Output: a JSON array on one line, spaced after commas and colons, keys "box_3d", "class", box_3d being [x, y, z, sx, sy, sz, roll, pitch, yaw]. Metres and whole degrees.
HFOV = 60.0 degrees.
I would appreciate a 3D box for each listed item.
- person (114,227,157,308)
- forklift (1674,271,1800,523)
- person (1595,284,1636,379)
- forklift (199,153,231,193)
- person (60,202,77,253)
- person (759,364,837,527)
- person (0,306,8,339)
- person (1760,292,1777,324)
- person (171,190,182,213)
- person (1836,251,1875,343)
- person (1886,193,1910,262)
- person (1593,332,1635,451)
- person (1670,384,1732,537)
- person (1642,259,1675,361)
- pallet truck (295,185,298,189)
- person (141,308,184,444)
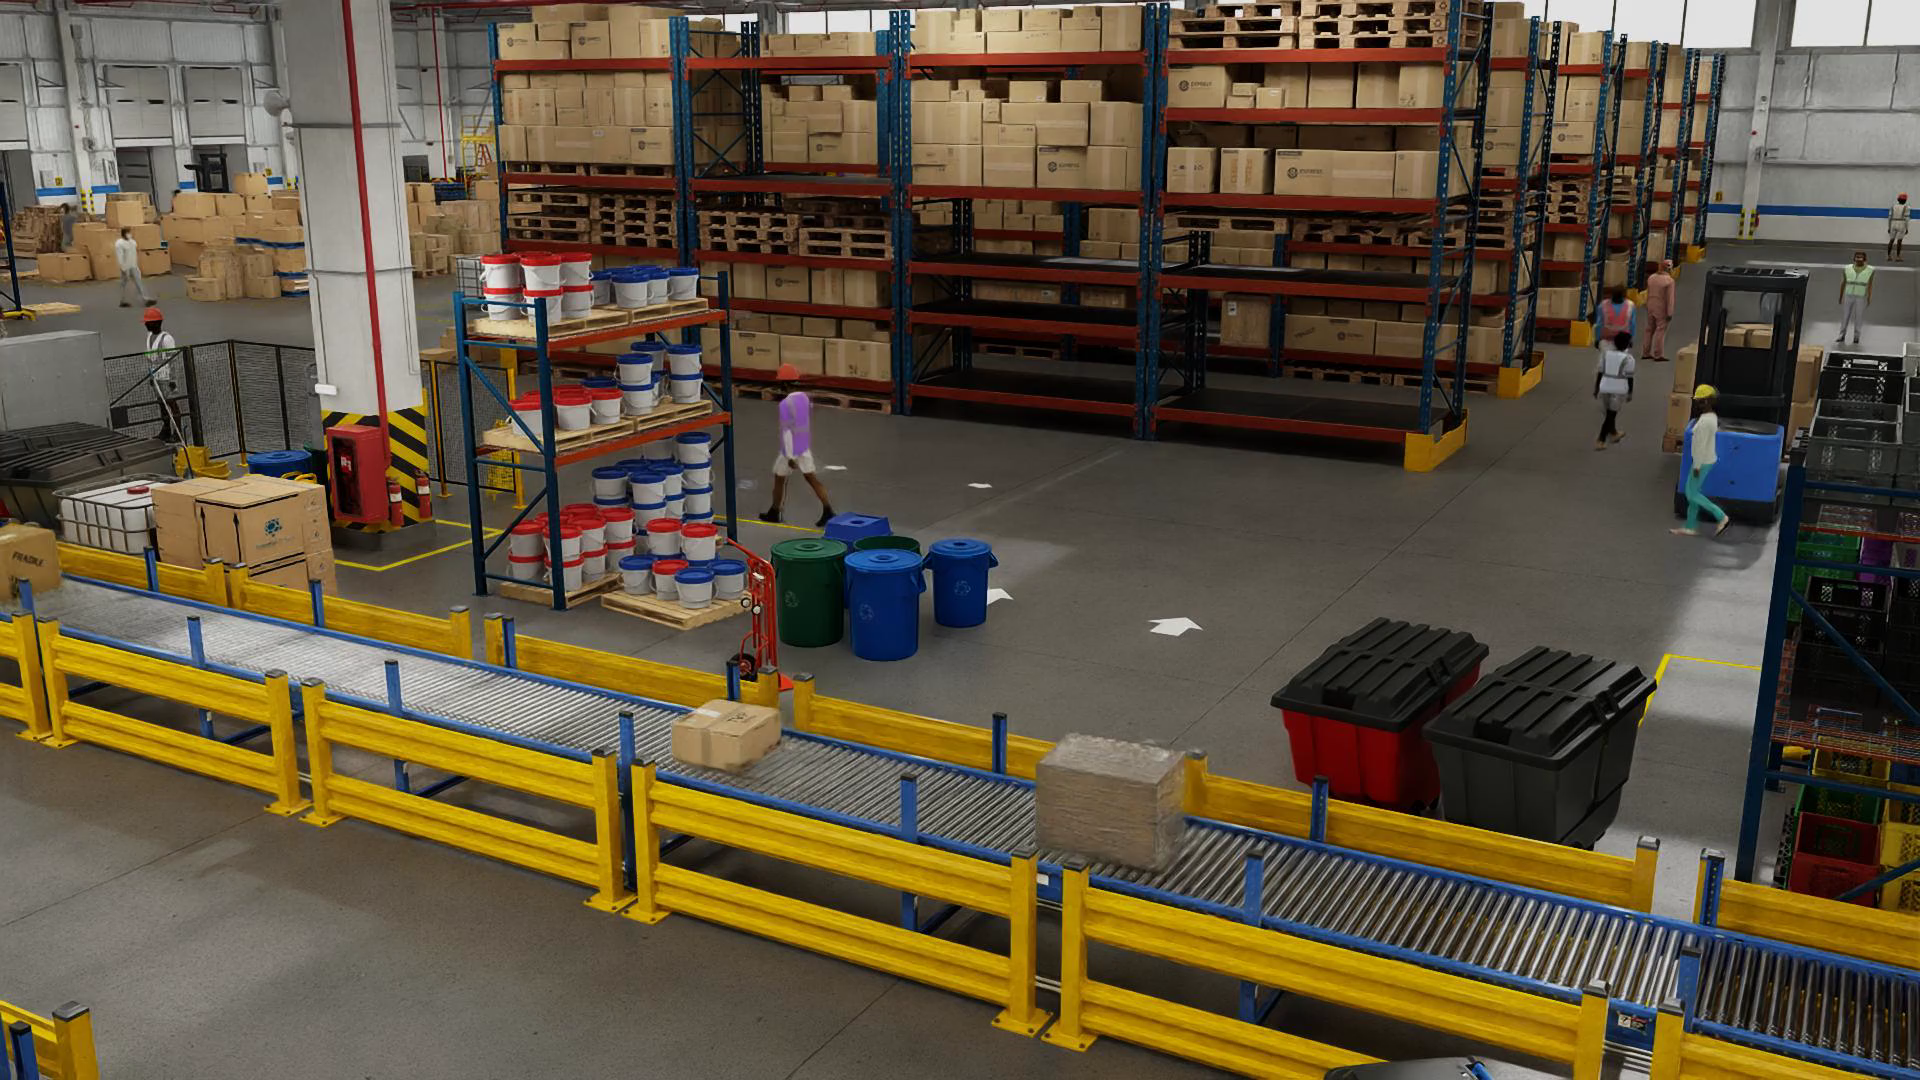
[{"box_3d": [-19.387, -6.362, 38.914, 1.019, 1.882, 0.658, 5, 16, 19], "class": "person"}, {"box_3d": [9.269, -1.763, 19.726, 1.129, 2.768, 1.873, 8, 17, 27], "class": "forklift"}, {"box_3d": [10.907, -3.348, 27.721, 0.628, 1.831, 0.475, 4, 15, 15], "class": "person"}, {"box_3d": [-27.440, -12.865, 61.464, 1.873, 2.768, 1.129, 8, 17, 28], "class": "forklift"}, {"box_3d": [-25.527, -8.688, 47.609, 0.648, 1.915, 0.688, 9, 18, 31], "class": "person"}, {"box_3d": [-1.863, -1.075, 19.051, 1.019, 1.897, 0.541, 9, 18, 31], "class": "person"}, {"box_3d": [-15.316, -2.916, 26.457, 0.459, 1.622, 0.531, -5, 16, -18], "class": "person"}, {"box_3d": [14.637, -3.912, 30.191, 0.269, 1.632, 0.505, 14, 20, 42], "class": "person"}, {"box_3d": [-27.564, -11.492, 58.606, 0.391, 1.674, 0.555, 1, 15, 5], "class": "person"}, {"box_3d": [18.046, -4.903, 33.512, 0.570, 1.843, 0.373, 11, 18, 35], "class": "person"}, {"box_3d": [28.292, -9.423, 50.129, 0.374, 2.043, 0.614, -11, 18, -35], "class": "person"}, {"box_3d": [9.224, -2.094, 23.329, 0.881, 1.641, 0.541, -11, 19, -36], "class": "person"}, {"box_3d": [8.343, -0.864, 18.558, 0.551, 1.731, 0.541, 9, 18, 32], "class": "person"}, {"box_3d": [13.121, -4.295, 31.135, 0.399, 1.900, 0.645, -6, 16, -21], "class": "person"}, {"box_3d": [-26.804, -14.617, 69.738, 1.885, 1.965, 0.823, -14, 20, -42], "class": "pallet truck"}, {"box_3d": [-11.372, -2.335, 23.680, 0.543, 1.939, 0.371, 9, 18, 31], "class": "person"}]
